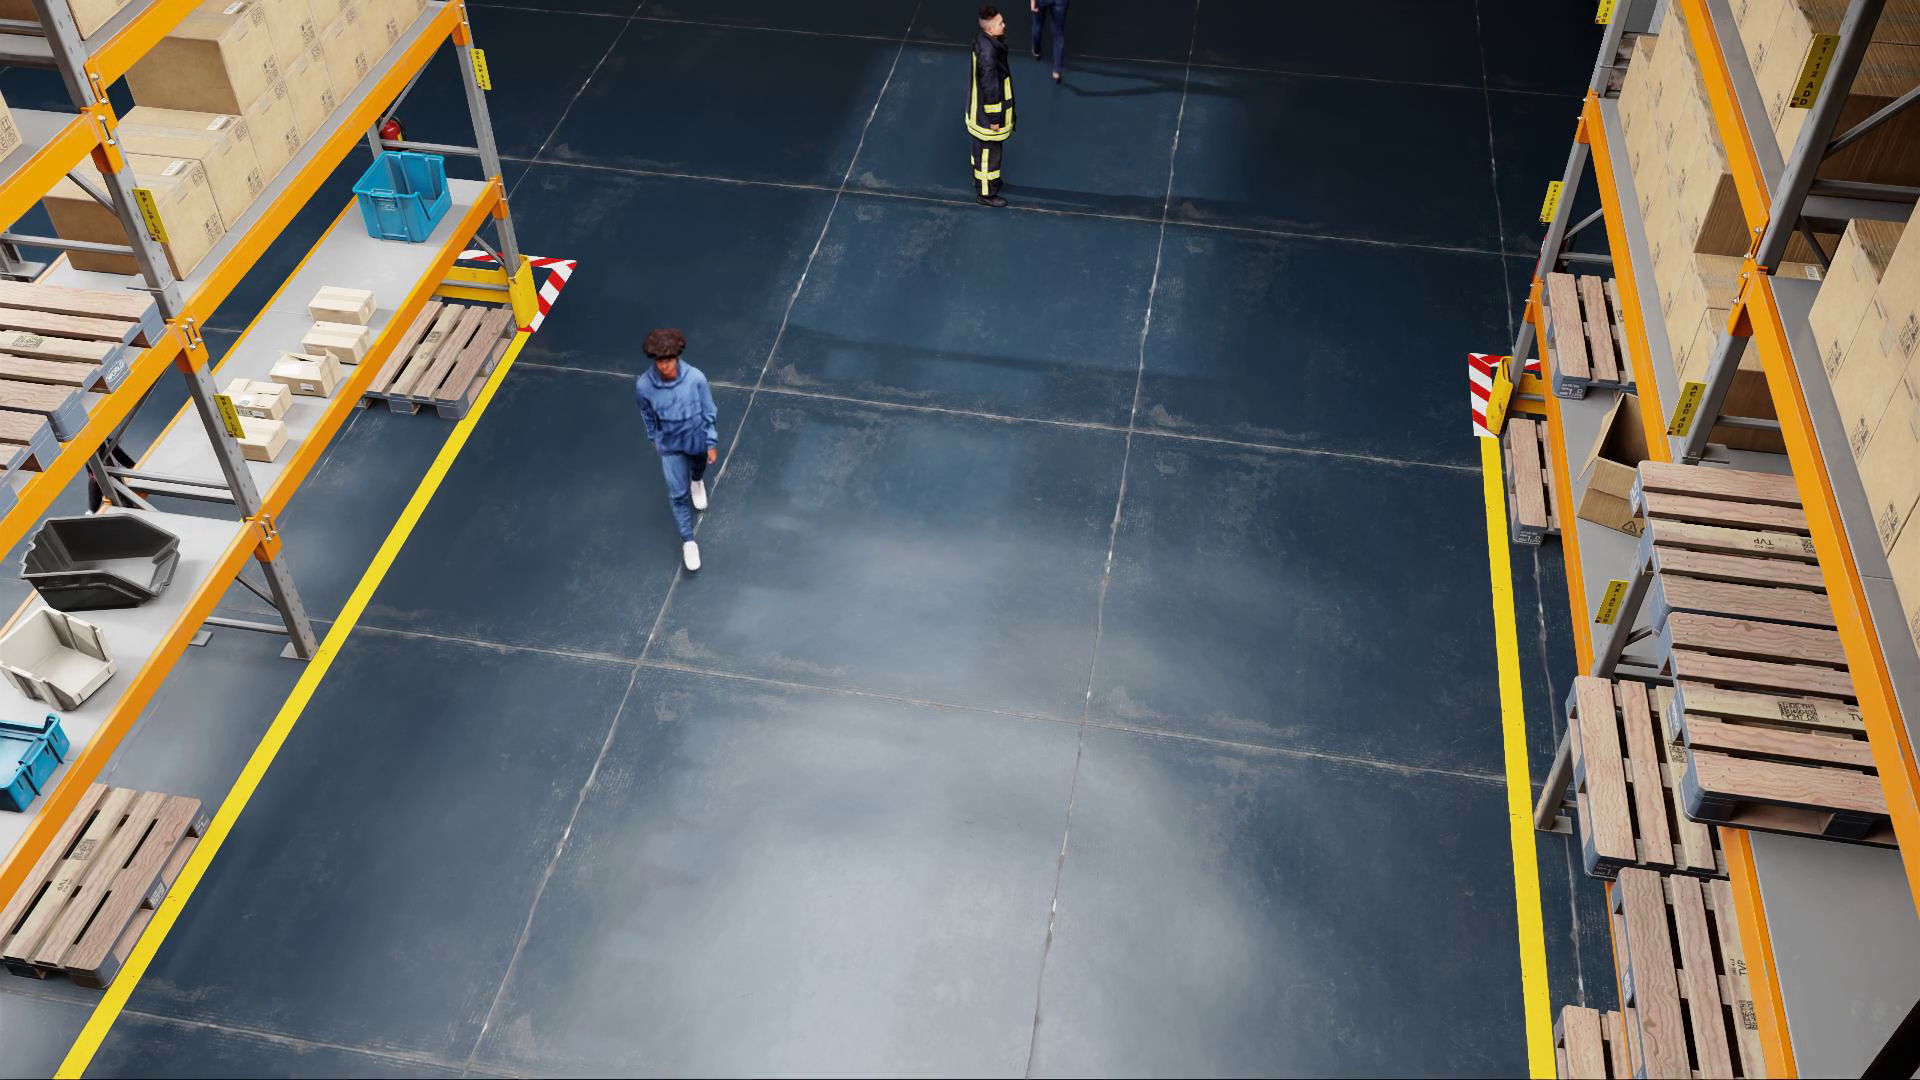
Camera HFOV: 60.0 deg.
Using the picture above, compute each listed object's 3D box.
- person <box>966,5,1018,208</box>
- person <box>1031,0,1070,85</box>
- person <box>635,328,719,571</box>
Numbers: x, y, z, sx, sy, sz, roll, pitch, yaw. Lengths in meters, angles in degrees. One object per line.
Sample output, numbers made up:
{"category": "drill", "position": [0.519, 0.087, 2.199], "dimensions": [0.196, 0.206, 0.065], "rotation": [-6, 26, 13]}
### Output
{"category": "person", "position": [0.261, -3.886, 14.758], "dimensions": [0.885, 1.861, 0.718], "rotation": [-3, 44, -3]}
{"category": "person", "position": [0.917, -5.331, 16.402], "dimensions": [0.736, 1.685, 1.125], "rotation": [-2, 44, -2]}
{"category": "person", "position": [-1.923, -0.772, 11.553], "dimensions": [1.014, 1.773, 1.294], "rotation": [-9, 44, -10]}
